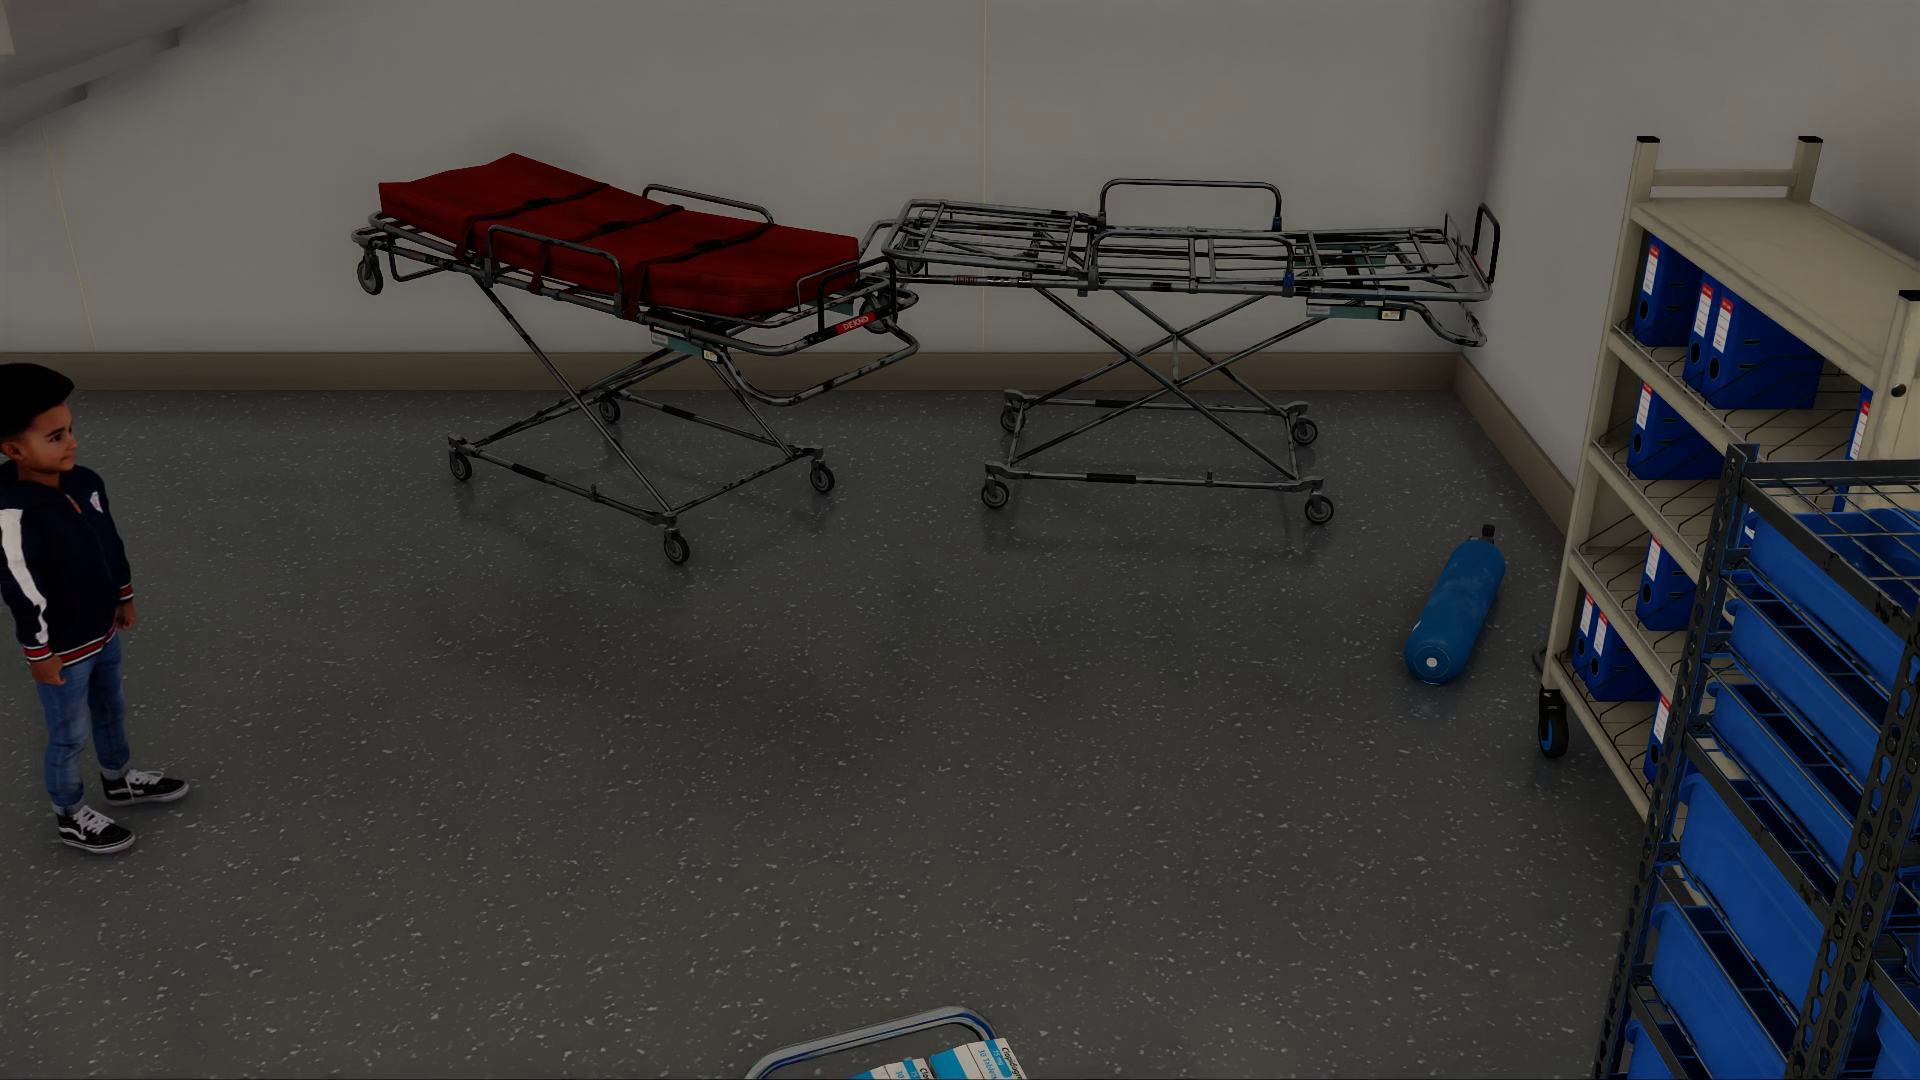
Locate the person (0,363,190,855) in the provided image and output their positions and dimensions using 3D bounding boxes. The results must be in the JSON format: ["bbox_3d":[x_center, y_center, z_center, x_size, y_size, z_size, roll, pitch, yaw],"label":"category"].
[{"bbox_3d":[-2.114,0.164,3.927,0.514,1.220,0.553,5,26,10],"label":"person"}]
